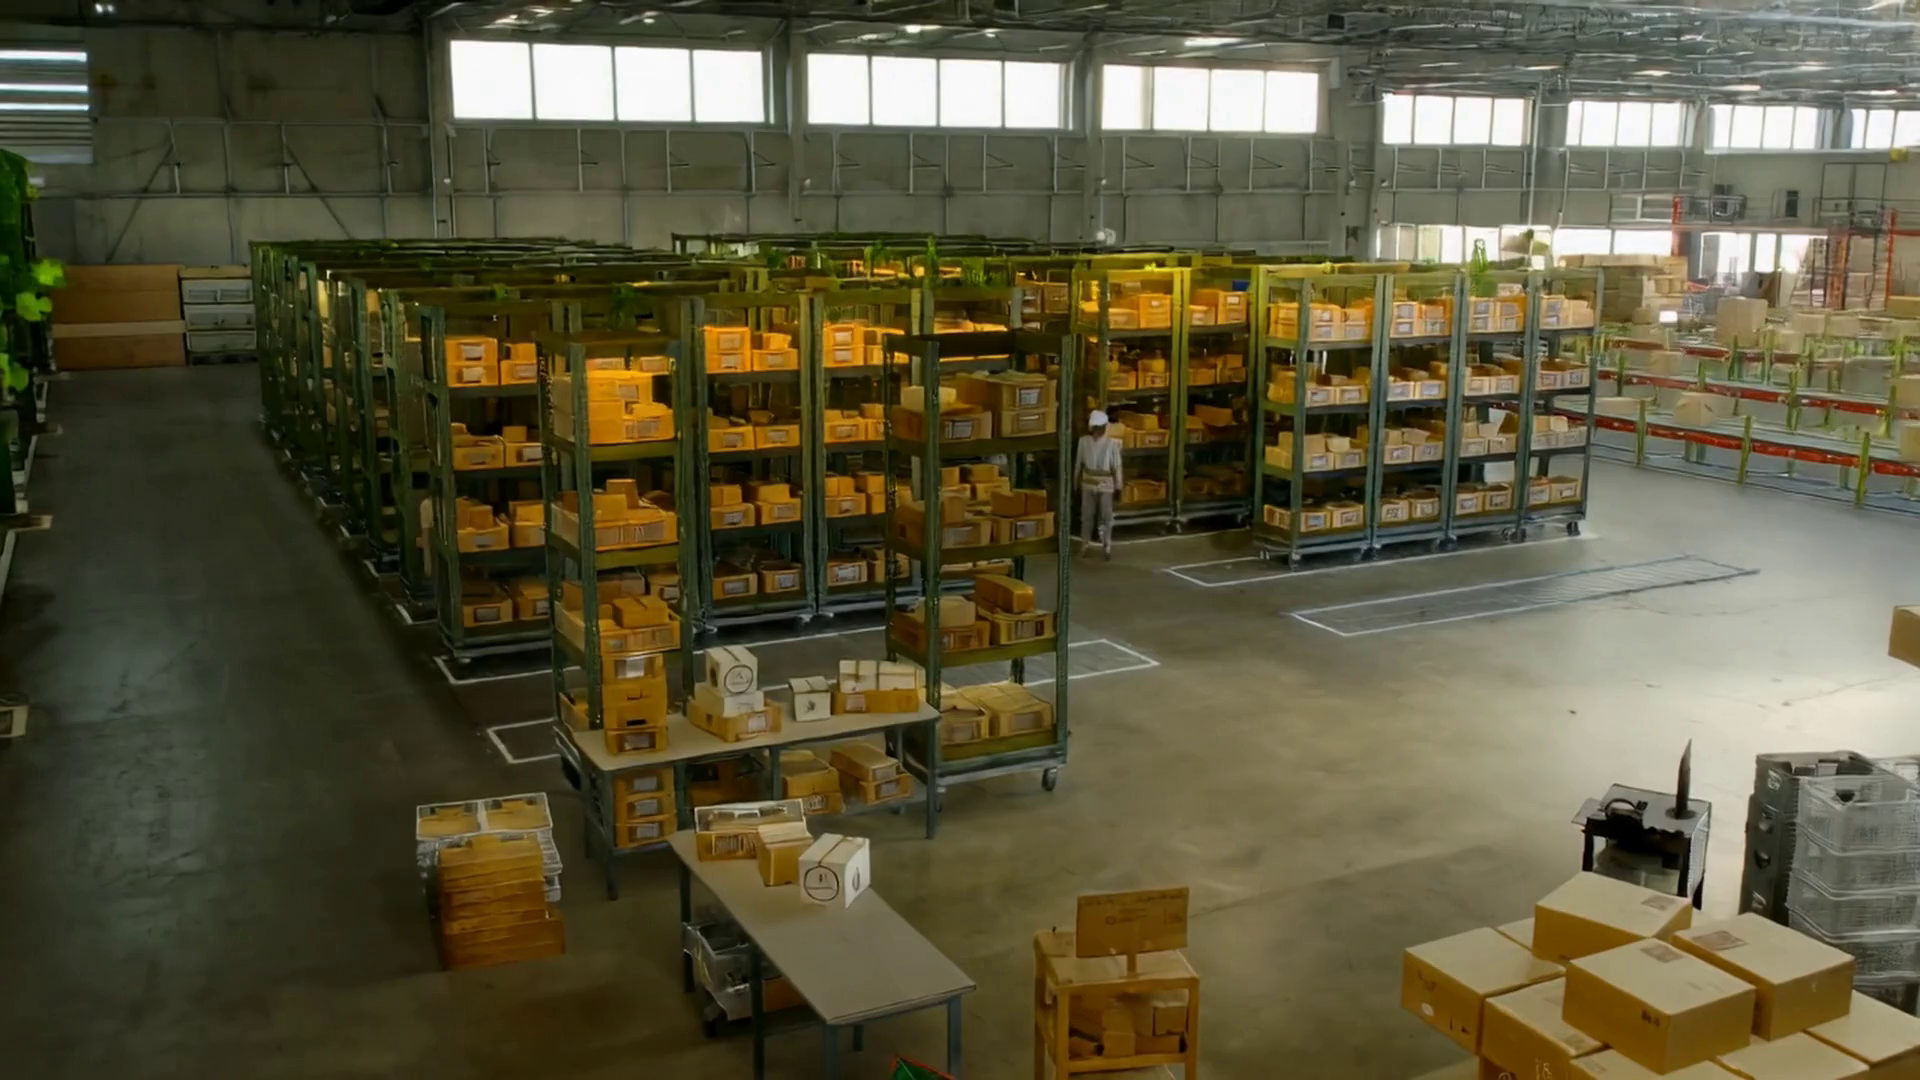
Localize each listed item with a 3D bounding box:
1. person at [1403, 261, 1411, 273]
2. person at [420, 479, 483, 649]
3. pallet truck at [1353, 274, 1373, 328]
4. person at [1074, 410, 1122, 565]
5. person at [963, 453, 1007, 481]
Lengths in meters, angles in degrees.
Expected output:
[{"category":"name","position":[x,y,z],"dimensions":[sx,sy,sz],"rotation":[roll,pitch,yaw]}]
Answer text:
[{"category":"person","position":[16.597,-9.482,62.163],"dimensions":[0.641,1.905,0.410],"rotation":[0,12,-1]},{"category":"person","position":[-5.217,0.195,17.090],"dimensions":[0.595,1.833,0.416],"rotation":[-6,13,-26]},{"category":"pallet truck","position":[13.011,-8.050,55.243],"dimensions":[0.823,1.965,1.885],"rotation":[-7,14,-28]},{"category":"person","position":[1.713,-0.657,20.777],"dimensions":[0.613,1.945,0.406],"rotation":[6,13,25]},{"category":"person","position":[0.310,-0.845,22.074],"dimensions":[0.665,1.770,0.524],"rotation":[3,12,13]}]
